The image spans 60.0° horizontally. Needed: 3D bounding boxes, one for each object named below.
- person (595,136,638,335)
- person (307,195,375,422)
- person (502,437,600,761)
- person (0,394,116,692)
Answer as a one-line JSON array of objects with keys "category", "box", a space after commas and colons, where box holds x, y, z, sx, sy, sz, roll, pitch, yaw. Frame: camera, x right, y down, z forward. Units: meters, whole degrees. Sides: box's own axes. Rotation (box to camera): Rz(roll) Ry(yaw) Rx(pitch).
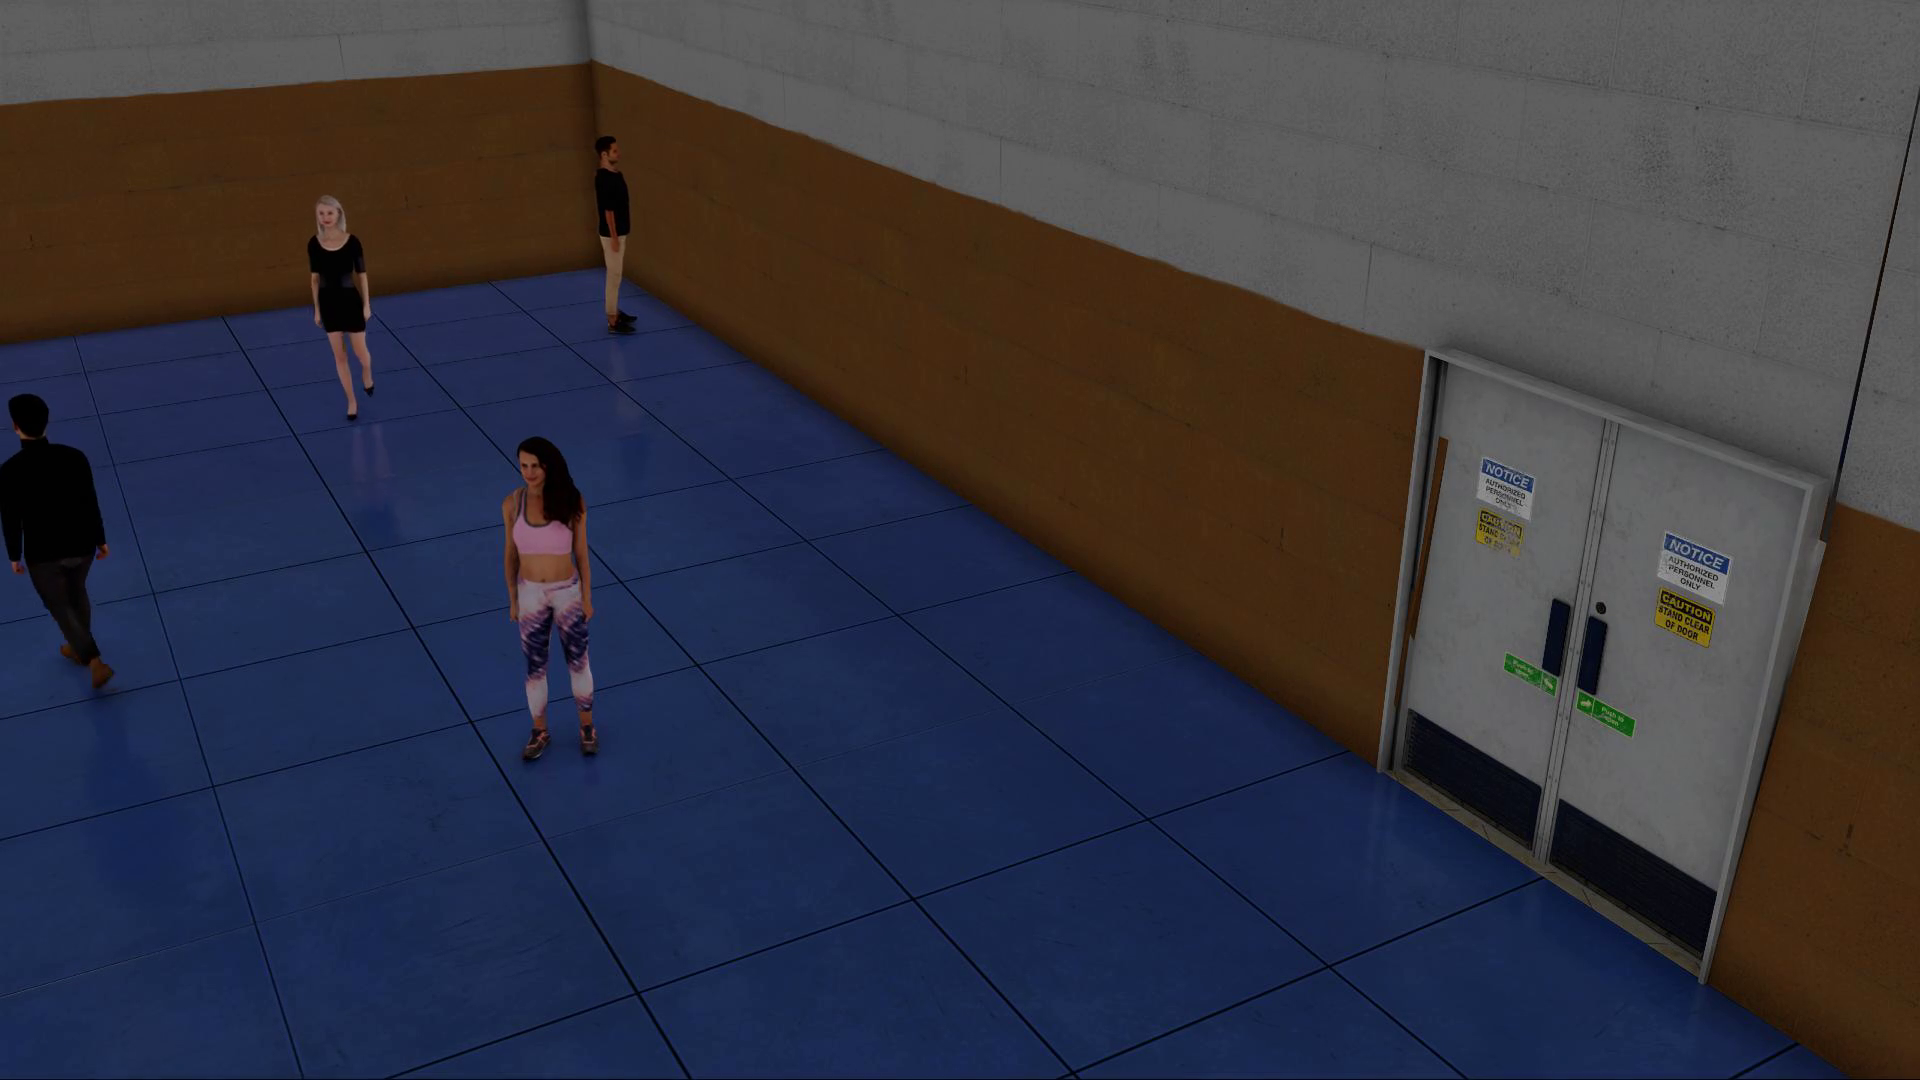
[{"category": "person", "box": [-3.292, -2.912, 15.790, 0.699, 1.853, 0.727, -3, 24, -8]}, {"category": "person", "box": [-5.026, -1.903, 13.558, 0.783, 1.819, 0.793, -4, 24, -8]}, {"category": "person", "box": [-2.106, 0.304, 8.580, 0.600, 1.767, 0.729, -2, 24, -4]}, {"category": "person", "box": [-5.005, 0.036, 9.269, 0.956, 1.706, 1.089, 18, 29, 35]}]
